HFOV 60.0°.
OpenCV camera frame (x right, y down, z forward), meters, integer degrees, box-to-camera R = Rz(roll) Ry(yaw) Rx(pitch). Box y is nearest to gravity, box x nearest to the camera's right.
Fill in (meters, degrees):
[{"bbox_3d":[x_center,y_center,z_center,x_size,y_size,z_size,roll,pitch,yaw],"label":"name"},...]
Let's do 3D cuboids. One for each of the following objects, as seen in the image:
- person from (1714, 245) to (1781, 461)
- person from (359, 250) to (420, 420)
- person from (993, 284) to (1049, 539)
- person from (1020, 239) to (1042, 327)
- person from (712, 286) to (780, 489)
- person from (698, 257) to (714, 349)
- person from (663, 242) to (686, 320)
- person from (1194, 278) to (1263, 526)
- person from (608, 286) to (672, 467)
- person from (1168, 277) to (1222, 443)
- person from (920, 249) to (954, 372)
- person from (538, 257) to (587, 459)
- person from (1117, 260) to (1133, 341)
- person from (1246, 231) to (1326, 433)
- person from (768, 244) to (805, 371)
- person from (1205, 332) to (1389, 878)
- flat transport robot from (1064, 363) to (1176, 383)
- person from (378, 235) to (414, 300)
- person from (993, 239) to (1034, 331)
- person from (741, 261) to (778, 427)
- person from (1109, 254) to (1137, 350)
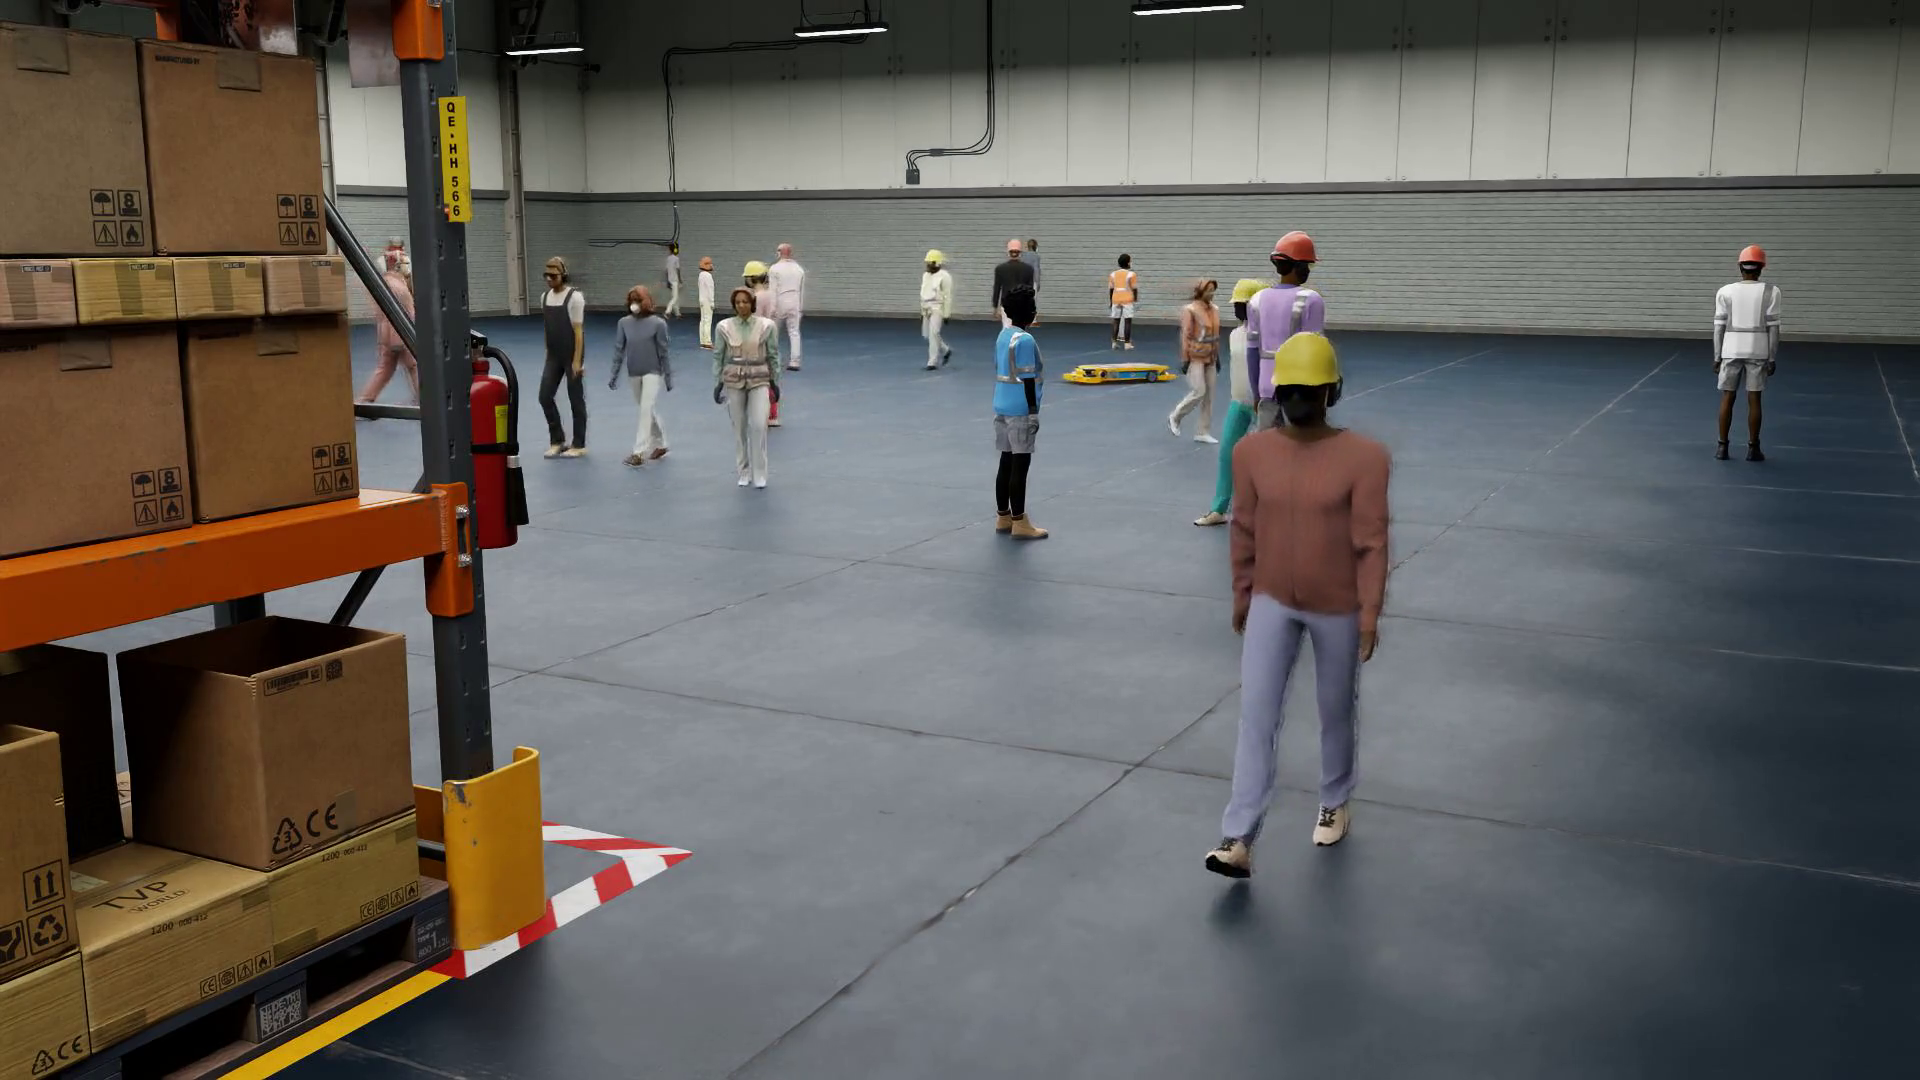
[{"bbox_3d":[7.059,-1.671,14.953,0.543,1.933,0.364,6,12,30],"label":"person"},{"bbox_3d":[-6.194,-2.234,18.228,0.971,1.867,0.653,-6,12,-29],"label":"person"},{"bbox_3d":[0.396,-0.858,11.162,0.318,1.697,0.535,-4,11,-19],"label":"person"},{"bbox_3d":[1.557,-5.673,36.756,0.374,1.939,0.629,-7,13,-35],"label":"person"},{"bbox_3d":[-1.709,-1.200,13.245,0.536,1.613,0.689,0,10,-1],"label":"person"},{"bbox_3d":[-4.519,-4.237,29.762,0.284,1.633,0.497,-6,12,-30],"label":"person"},{"bbox_3d":[-6.910,-6.225,40.096,0.603,1.895,0.561,-8,13,-38],"label":"person"},{"bbox_3d":[2.085,-0.968,11.674,0.870,1.729,0.535,-7,12,-32],"label":"person"},{"bbox_3d":[-2.813,-1.453,14.737,0.507,1.582,0.889,4,11,23],"label":"person"},{"bbox_3d":[2.323,-1.751,16.237,0.517,1.626,0.430,-10,14,-44],"label":"person"},{"bbox_3d":[-0.345,-3.414,24.759,0.590,1.819,0.606,-7,13,-34],"label":"person"},{"bbox_3d":[-3.589,-1.629,15.001,0.526,1.821,0.546,5,11,25],"label":"person"},{"bbox_3d":[3.174,-4.656,32.048,0.284,1.633,0.500,-1,10,-7],"label":"person"},{"bbox_3d":[2.129,-0.958,10.760,0.381,2.045,0.605,-8,13,-38],"label":"person"},{"bbox_3d":[-2.694,-3.491,25.024,0.683,1.871,0.880,-9,13,-39],"label":"person"},{"bbox_3d":[1.074,0.213,5.261,0.545,1.717,0.932,5,12,26],"label":"person"},{"bbox_3d":[2.216,-2.318,23.011,1.431,0.197,0.652,-5,11,-25],"label":"flat transport robot"},{"bbox_3d":[-10.240,-4.561,30.417,0.690,2.000,0.694,2,11,12],"label":"person"},{"bbox_3d":[0.822,-3.588,25.317,0.622,1.970,0.859,-1,10,-3],"label":"person"},{"bbox_3d":[-2.171,-2.049,17.514,0.547,1.747,0.545,1,10,7],"label":"person"},{"bbox_3d":[2.896,-4.218,29.482,0.541,1.695,0.317,7,12,32],"label":"person"}]
